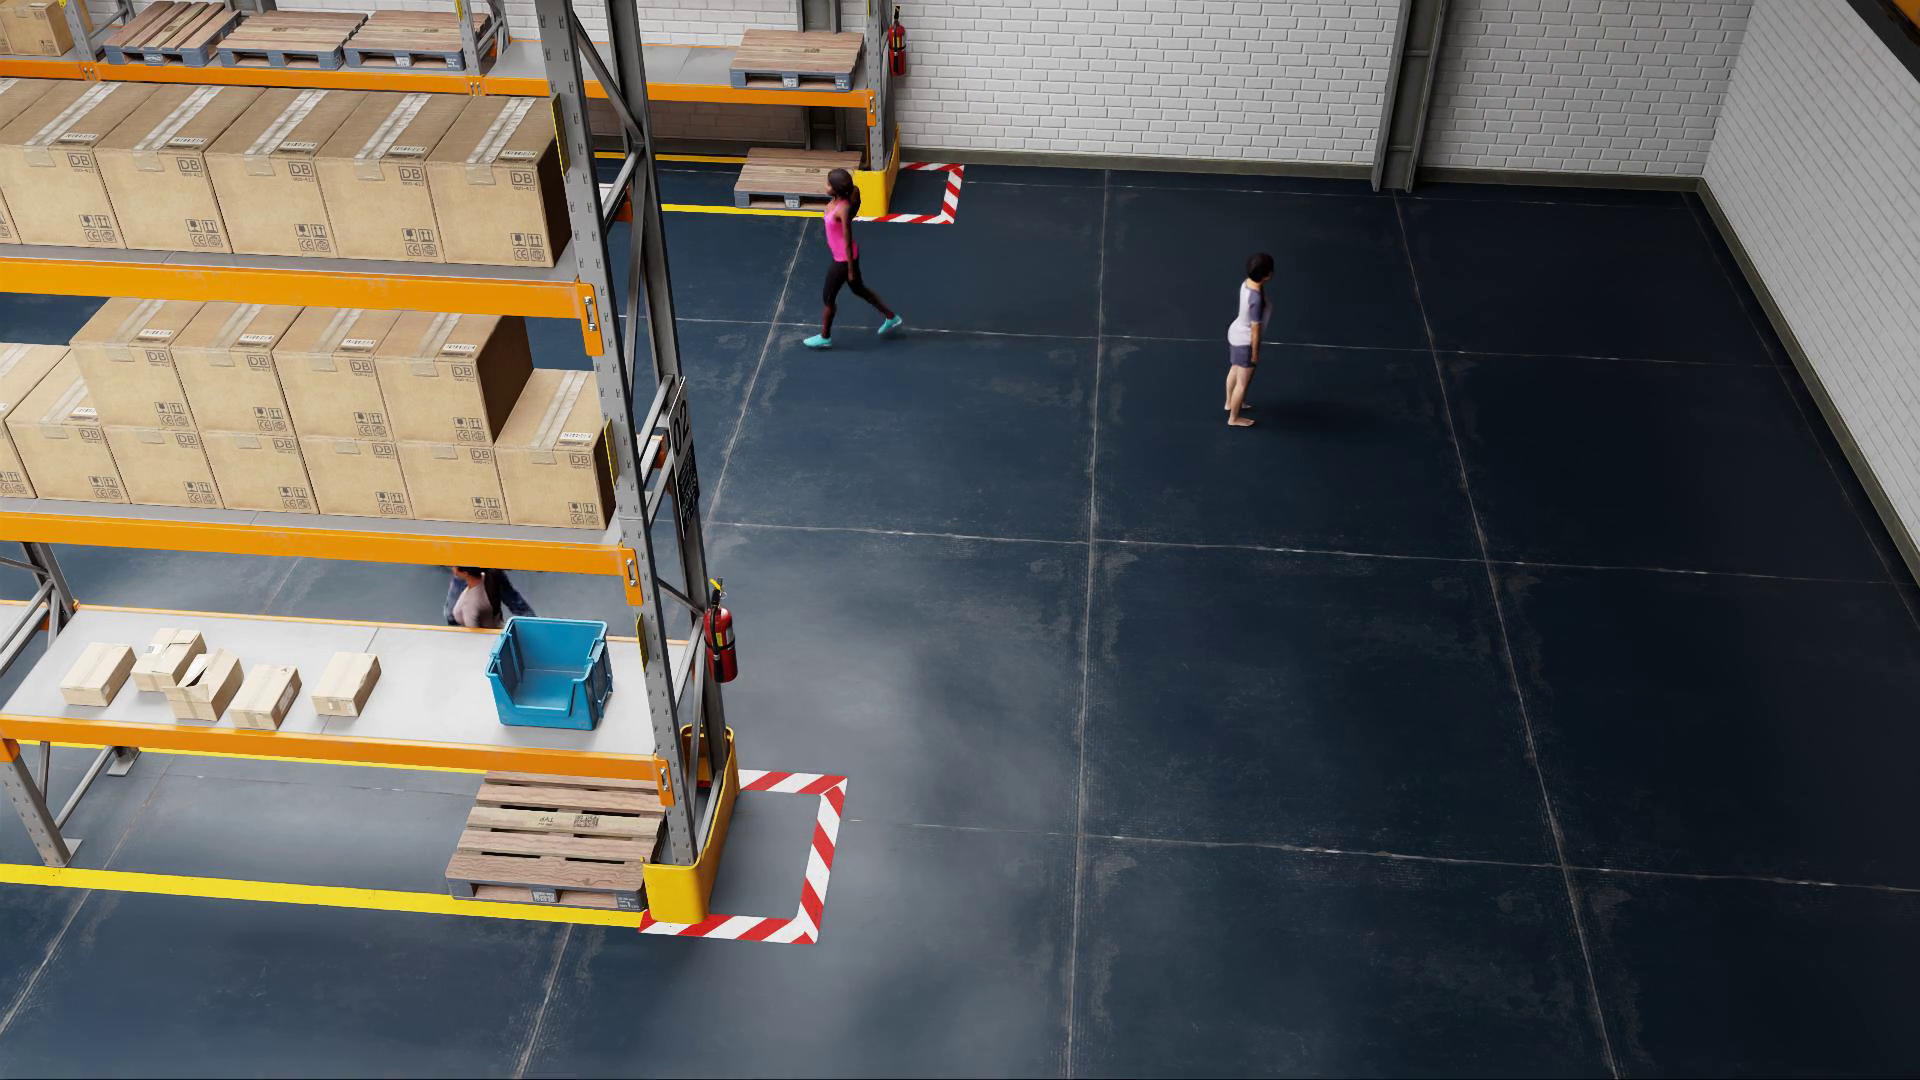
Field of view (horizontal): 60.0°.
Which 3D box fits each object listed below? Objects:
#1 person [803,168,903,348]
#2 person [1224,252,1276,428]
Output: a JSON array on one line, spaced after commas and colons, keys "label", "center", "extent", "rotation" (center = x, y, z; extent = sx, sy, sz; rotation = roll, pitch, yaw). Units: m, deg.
[{"label": "person", "center": [-0.915, -2.449, 14.543], "extent": [1.180, 1.687, 0.760], "rotation": [-5, 39, -6]}, {"label": "person", "center": [2.352, -1.665, 13.660], "extent": [0.578, 1.563, 0.599], "rotation": [-3, 39, -4]}]
